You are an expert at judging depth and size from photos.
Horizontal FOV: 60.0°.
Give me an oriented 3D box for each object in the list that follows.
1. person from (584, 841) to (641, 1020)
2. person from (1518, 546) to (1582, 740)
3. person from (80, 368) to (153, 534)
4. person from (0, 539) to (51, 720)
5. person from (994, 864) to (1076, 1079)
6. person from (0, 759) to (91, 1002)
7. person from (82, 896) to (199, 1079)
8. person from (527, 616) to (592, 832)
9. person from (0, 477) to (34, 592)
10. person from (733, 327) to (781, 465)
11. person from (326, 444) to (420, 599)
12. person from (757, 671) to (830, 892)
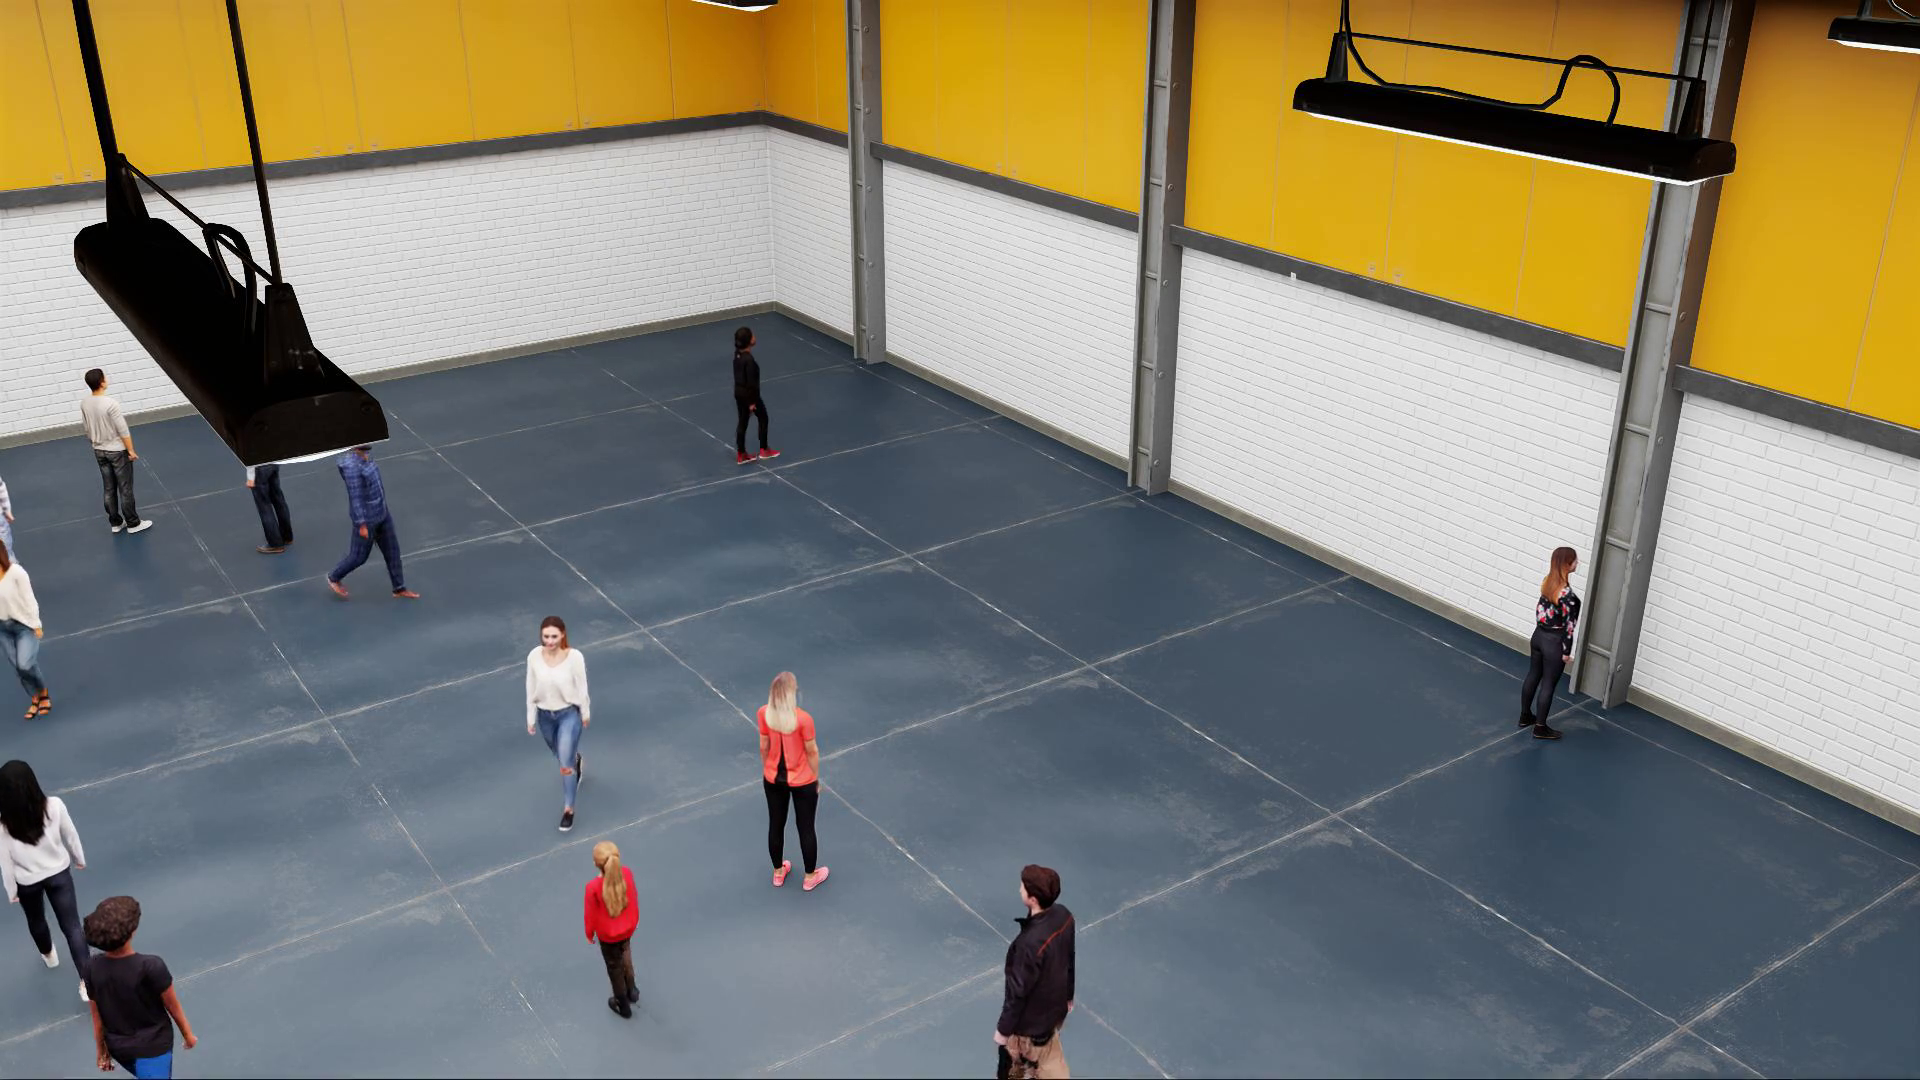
[{"bbox_3d":[-2.143,2.472,10.479,0.528,1.278,0.536,-20,30,-37],"label":"person"},{"bbox_3d":[4.877,0.828,13.735,0.703,1.682,0.565,-6,24,-13],"label":"person"},{"bbox_3d":[-9.004,-0.947,17.634,0.712,1.812,0.788,6,24,12],"label":"person"},{"bbox_3d":[-7.909,0.708,14.026,0.740,1.669,0.787,2,24,5],"label":"person"},{"bbox_3d":[0.513,2.693,9.215,1.336,1.885,1.120,10,26,22],"label":"person"},{"bbox_3d":[-5.826,2.203,10.616,0.673,1.662,1.125,-17,29,-34],"label":"person"},{"bbox_3d":[-4.519,2.814,9.101,1.067,1.755,1.240,1,24,2],"label":"person"},{"bbox_3d":[-3.033,1.314,12.646,1.038,1.663,1.135,3,24,6],"label":"person"},{"bbox_3d":[-9.393,-0.245,15.975,0.711,1.854,0.649,-7,24,-15],"label":"person"},{"bbox_3d":[-2.554,-1.667,19.477,0.687,1.655,0.713,-19,30,-36],"label":"person"},{"bbox_3d":[-5.796,-0.233,16.034,1.177,1.785,1.170,3,24,6],"label":"person"},{"bbox_3d":[-1.206,1.694,11.739,0.648,1.693,0.739,8,25,18],"label":"person"}]
